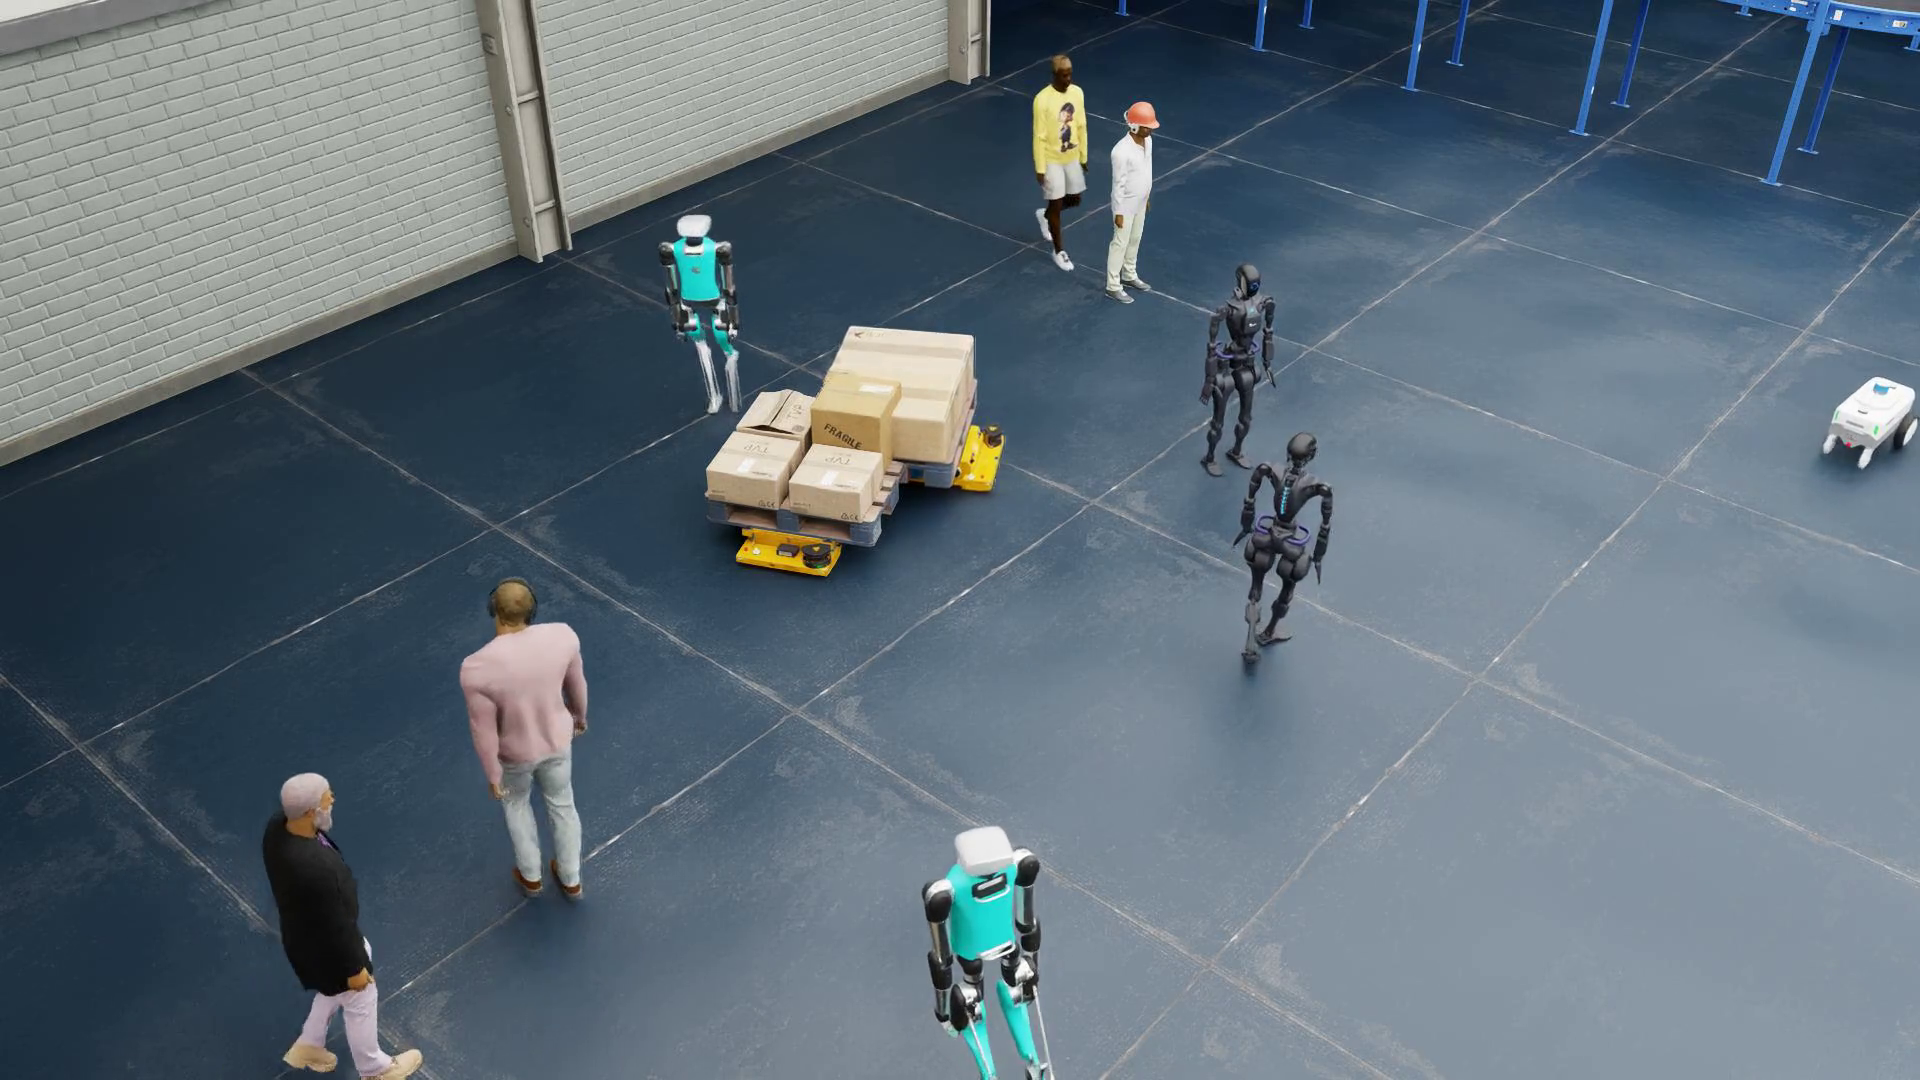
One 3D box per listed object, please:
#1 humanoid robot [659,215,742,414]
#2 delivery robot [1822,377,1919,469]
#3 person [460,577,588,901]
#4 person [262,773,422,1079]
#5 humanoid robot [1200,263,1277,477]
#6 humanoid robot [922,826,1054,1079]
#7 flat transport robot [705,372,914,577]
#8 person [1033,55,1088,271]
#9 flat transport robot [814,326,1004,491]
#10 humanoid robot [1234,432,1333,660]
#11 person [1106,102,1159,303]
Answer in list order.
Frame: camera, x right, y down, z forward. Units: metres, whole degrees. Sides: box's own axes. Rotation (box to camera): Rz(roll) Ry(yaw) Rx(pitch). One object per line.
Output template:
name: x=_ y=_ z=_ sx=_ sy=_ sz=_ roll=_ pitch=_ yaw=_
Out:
humanoid robot: x=-1.891 y=-1.690 z=12.530 sx=0.537 sy=1.813 sz=0.748 roll=0 pitch=35 yaw=0
delivery robot: x=6.815 y=-0.928 z=12.432 sx=0.767 sy=0.581 sz=0.499 roll=-29 pitch=45 yaw=-34
person: x=-2.155 y=1.046 z=8.513 sx=0.645 sy=1.897 sz=0.539 roll=-20 pitch=40 yaw=-26
person: x=-2.888 y=1.805 z=7.504 sx=0.502 sy=1.833 sz=0.612 roll=-26 pitch=43 yaw=-32
humanoid robot: x=1.988 y=-1.217 z=11.879 sx=0.591 sy=1.655 sz=0.327 roll=-15 pitch=38 yaw=-21
humanoid robot: x=0.204 y=2.104 z=7.215 sx=0.538 sy=1.832 sz=0.730 roll=-17 pitch=39 yaw=-23
flat transport robot: x=-1.020 y=-0.256 z=11.747 sx=0.659 sy=0.231 sz=1.431 roll=9 pitch=36 yaw=12
person: x=0.872 y=-3.376 z=14.740 sx=0.562 sy=1.878 sz=0.705 roll=-19 pitch=39 yaw=-24
flat transport robot: x=-0.429 y=-0.667 z=12.324 sx=1.431 sy=0.231 sz=0.659 roll=5 pitch=36 yaw=8
humanoid robot: x=1.926 y=0.050 z=10.132 sx=0.607 sy=1.656 sz=0.496 roll=19 pitch=40 yaw=25
person: x=1.481 y=-2.886 z=14.169 sx=0.342 sy=1.744 sz=0.565 roll=22 pitch=41 yaw=28
